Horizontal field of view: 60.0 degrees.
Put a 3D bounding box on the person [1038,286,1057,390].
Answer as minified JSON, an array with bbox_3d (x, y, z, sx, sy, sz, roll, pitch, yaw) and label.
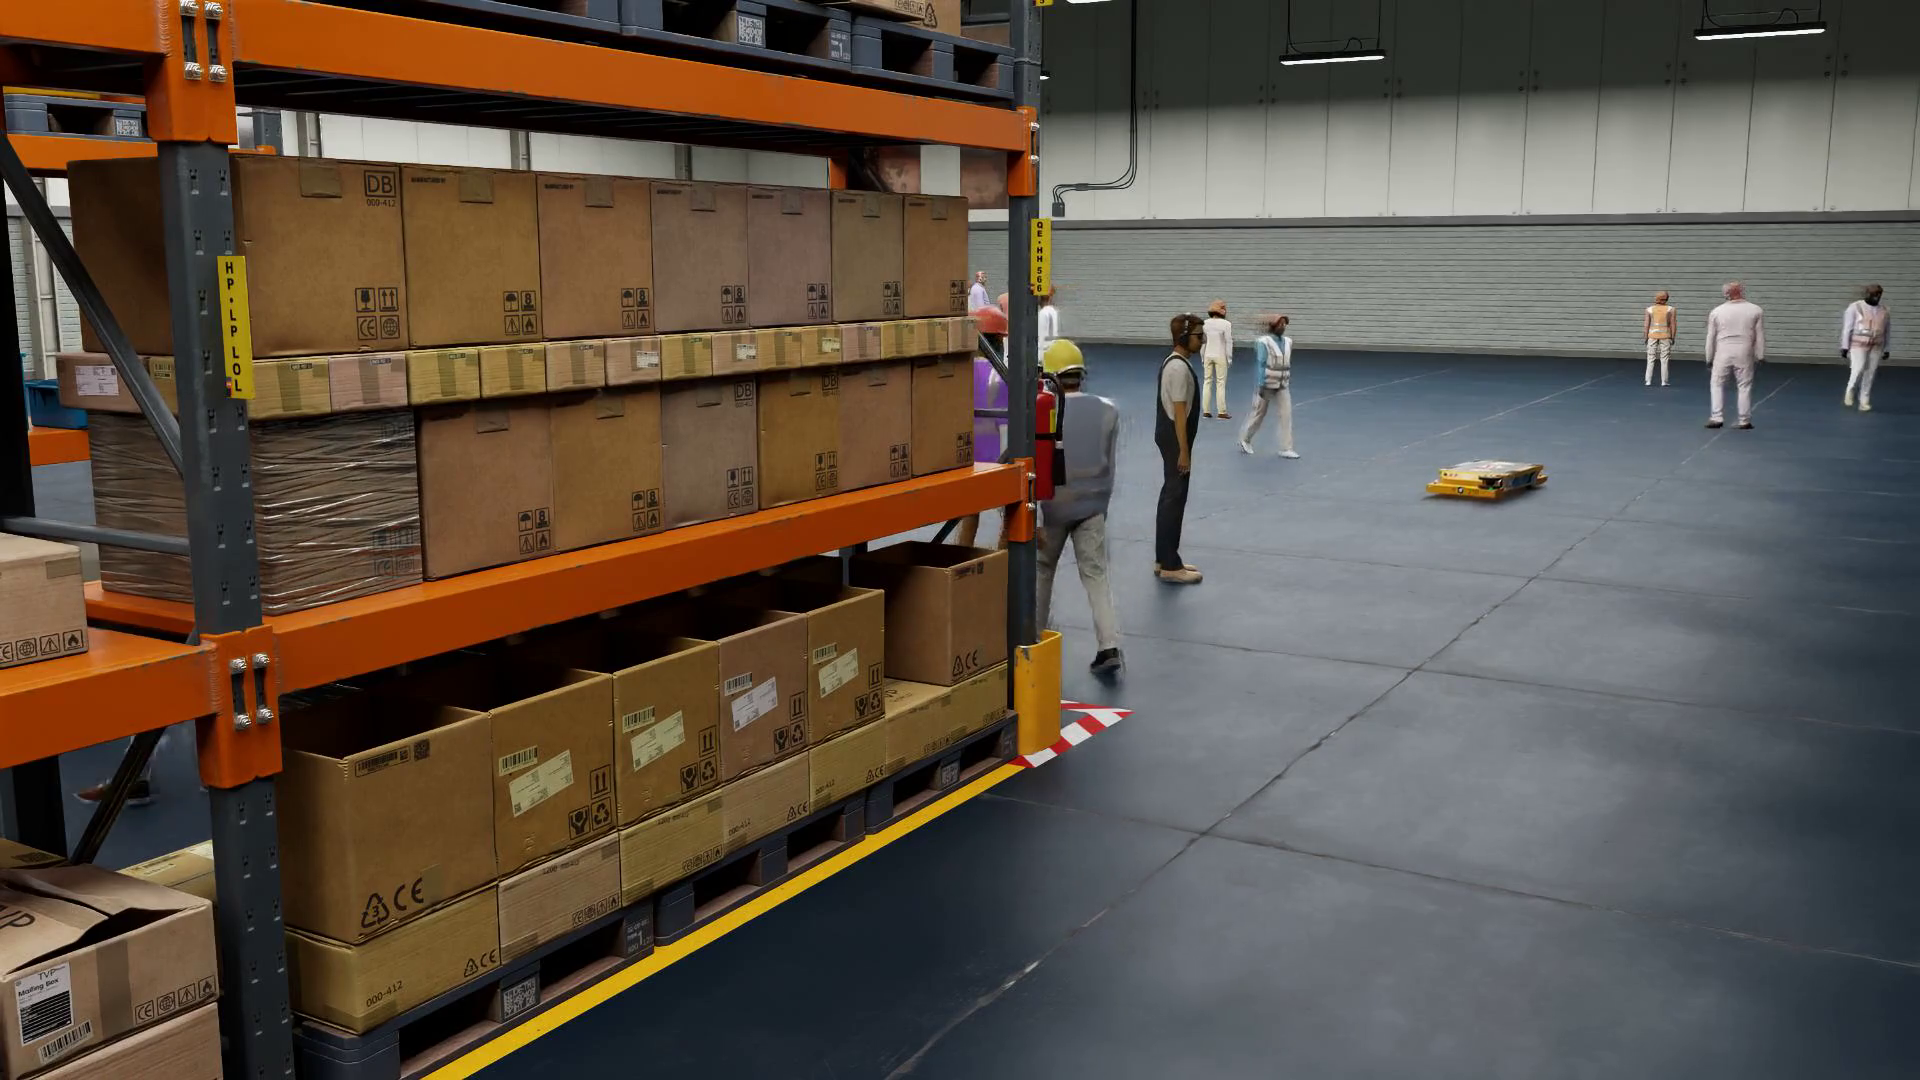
[{"bbox_3d":[1.181,-2.439,21.950,0.770,1.860,0.585,2,10,13],"label":"person"}]

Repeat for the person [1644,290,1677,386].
[{"bbox_3d":[11.986,-3.447,28.493,0.514,1.641,0.308,5,11,29],"label":"person"}]

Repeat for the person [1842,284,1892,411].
[{"bbox_3d":[13.095,-2.775,24.002,0.662,1.827,0.447,0,10,2],"label":"person"}]

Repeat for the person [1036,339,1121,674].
[{"bbox_3d":[0.606,-0.185,8.983,0.590,1.792,0.926,-3,10,-18],"label":"person"}]

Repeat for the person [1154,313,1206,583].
[{"bbox_3d":[1.506,-0.634,11.429,0.326,1.842,0.517,0,10,1],"label":"person"}]

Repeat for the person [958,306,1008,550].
[{"bbox_3d":[0.163,-0.489,10.378,0.548,1.920,0.529,6,11,31],"label":"person"}]

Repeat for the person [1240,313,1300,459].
[{"bbox_3d":[3.447,-1.727,18.511,0.532,1.607,0.812,-6,11,-32],"label":"person"}]

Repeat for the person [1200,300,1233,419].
[{"bbox_3d":[3.513,-2.469,22.788,0.497,1.633,0.289,8,12,39],"label":"person"}]

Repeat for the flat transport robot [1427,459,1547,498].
[{"bbox_3d":[5.023,-0.595,15.798,0.652,0.197,1.431,7,12,37],"label":"flat transport robot"}]

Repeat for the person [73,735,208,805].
[{"bbox_3d":[-3.203,0.176,6.687,0.554,1.838,0.859,5,11,28],"label":"person"}]

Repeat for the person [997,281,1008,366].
[{"bbox_3d":[0.883,-3.253,26.315,0.610,1.996,0.378,4,10,21],"label":"person"}]

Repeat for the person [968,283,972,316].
[{"bbox_3d":[0.151,-5.016,37.756,0.531,1.599,0.789,4,10,21],"label":"person"}]

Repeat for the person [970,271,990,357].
[{"bbox_3d":[0.436,-4.687,34.974,0.407,1.908,0.641,-2,10,-9],"label":"person"}]

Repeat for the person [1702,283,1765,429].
[{"bbox_3d":[9.983,-2.355,21.438,0.716,1.887,0.437,4,10,20],"label":"person"}]
